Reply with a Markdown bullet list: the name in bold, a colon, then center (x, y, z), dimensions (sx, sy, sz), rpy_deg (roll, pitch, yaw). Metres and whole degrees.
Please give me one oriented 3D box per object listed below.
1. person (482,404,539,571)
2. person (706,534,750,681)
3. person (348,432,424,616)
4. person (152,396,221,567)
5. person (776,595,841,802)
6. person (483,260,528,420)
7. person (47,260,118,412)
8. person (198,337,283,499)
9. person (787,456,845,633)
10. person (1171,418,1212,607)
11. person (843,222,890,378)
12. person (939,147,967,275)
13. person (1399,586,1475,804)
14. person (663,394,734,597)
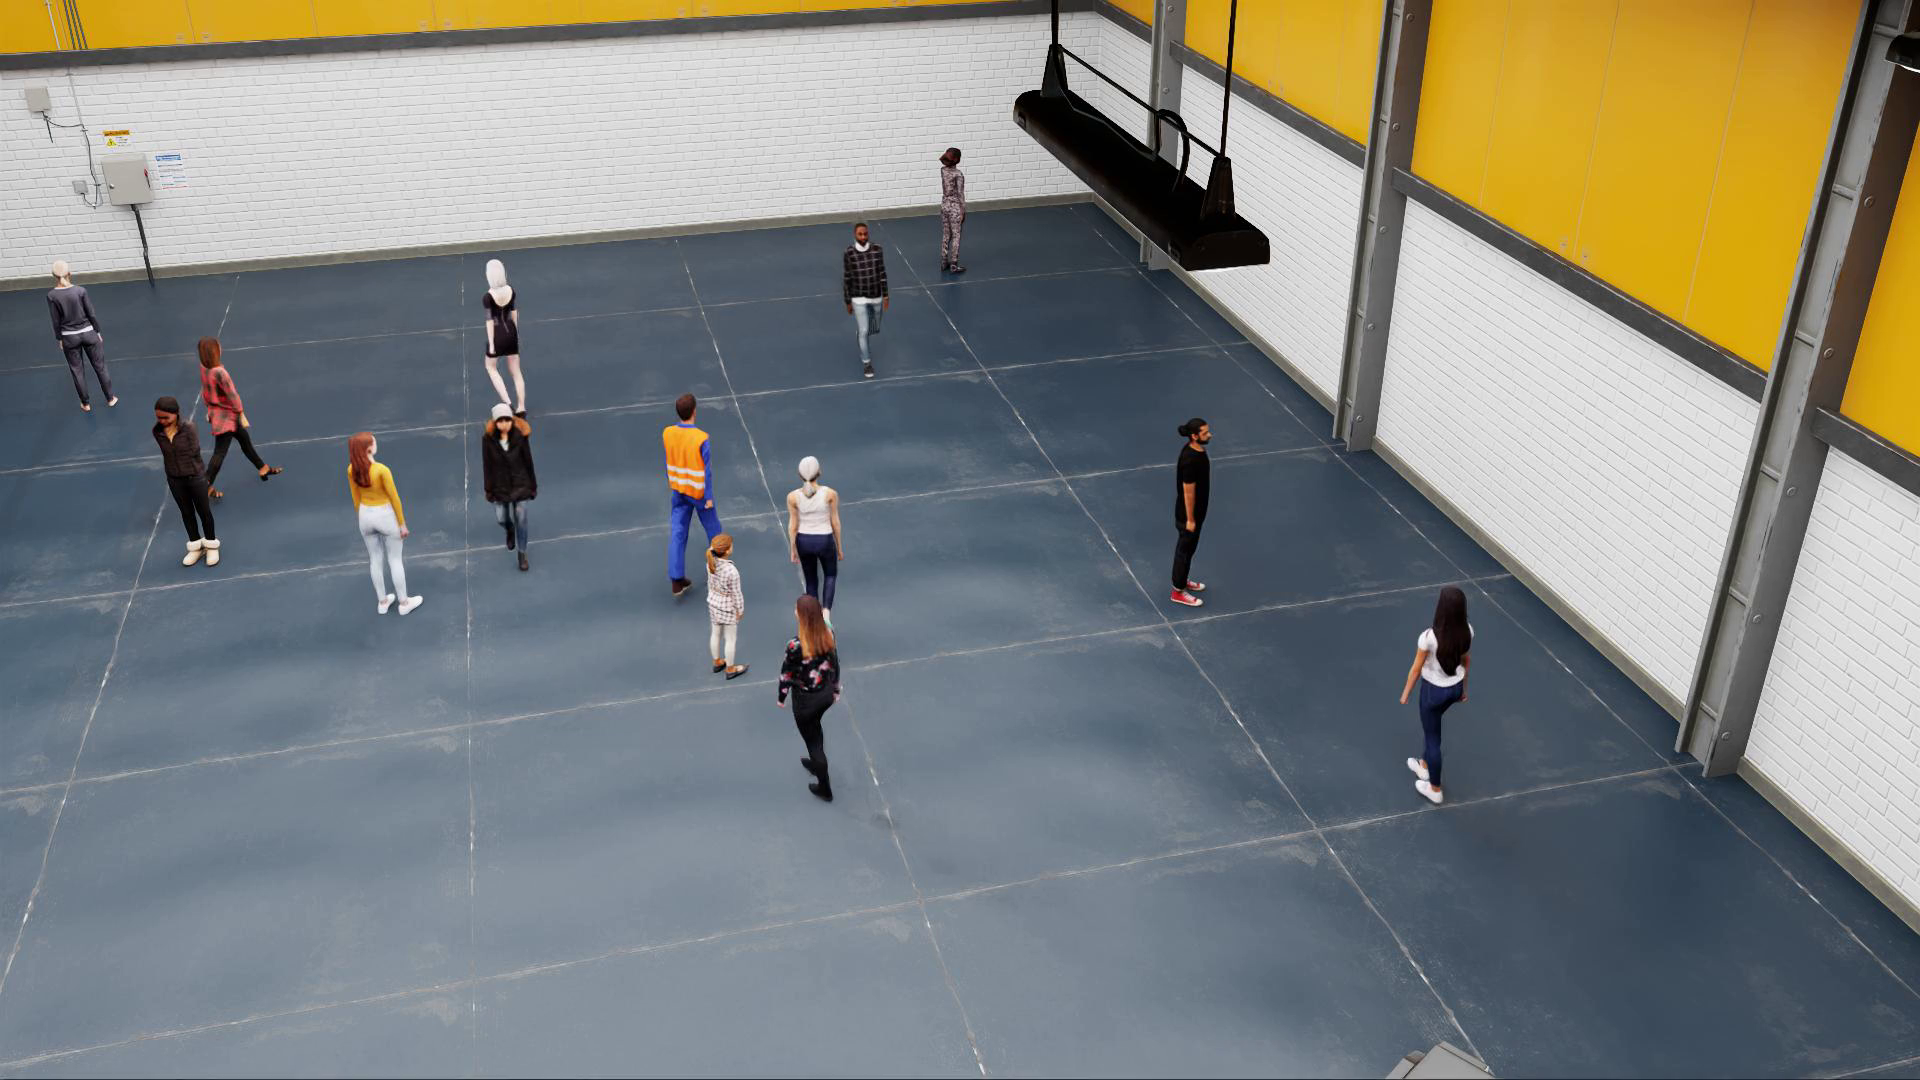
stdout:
- **person**: center (-4.167, -0.531, 15.377), dimensions (0.629, 1.627, 0.728), rpy_deg (-7, 29, -12)
- **person**: center (-1.960, 0.539, 13.747), dimensions (0.586, 1.309, 0.662), rpy_deg (20, 34, 32)
- **person**: center (-5.081, -0.149, 14.549), dimensions (0.672, 1.749, 0.671), rpy_deg (5, 29, 9)
- **person**: center (-7.181, -0.588, 15.447), dimensions (0.658, 1.659, 0.607), rpy_deg (-7, 29, -13)
- **person**: center (-1.023, 1.188, 12.189), dimensions (0.870, 1.662, 0.779), rpy_deg (25, 37, 38)
- **person**: center (-4.918, -2.150, 18.148), dimensions (0.797, 1.816, 0.746), rpy_deg (20, 35, 33)
- **person**: center (-9.797, -2.286, 18.490), dimensions (0.648, 1.727, 0.596), rpy_deg (-14, 32, -24)
- **person**: center (-7.370, -1.167, 16.512), dimensions (1.144, 1.658, 1.086), rpy_deg (22, 36, 35)
- **person**: center (-1.221, 0.115, 14.124), dimensions (0.719, 1.694, 0.858), rpy_deg (-1, 29, -1)
- **person**: center (2.047, -0.274, 14.770), dimensions (0.781, 1.758, 0.669), rpy_deg (6, 29, 11)
- **person**: center (-1.118, -2.864, 19.474), dimensions (0.718, 1.799, 1.035), rpy_deg (-9, 30, -16)
- **person**: center (-0.109, -4.467, 22.501), dimensions (0.718, 1.715, 0.620), rpy_deg (-23, 36, -36)
- **person**: center (3.552, 1.172, 12.116), dimensions (0.678, 1.761, 0.759), rpy_deg (-12, 31, -21)
- **person**: center (-2.453, -0.374, 14.898), dimensions (1.186, 1.810, 1.351), rpy_deg (10, 30, 18)
